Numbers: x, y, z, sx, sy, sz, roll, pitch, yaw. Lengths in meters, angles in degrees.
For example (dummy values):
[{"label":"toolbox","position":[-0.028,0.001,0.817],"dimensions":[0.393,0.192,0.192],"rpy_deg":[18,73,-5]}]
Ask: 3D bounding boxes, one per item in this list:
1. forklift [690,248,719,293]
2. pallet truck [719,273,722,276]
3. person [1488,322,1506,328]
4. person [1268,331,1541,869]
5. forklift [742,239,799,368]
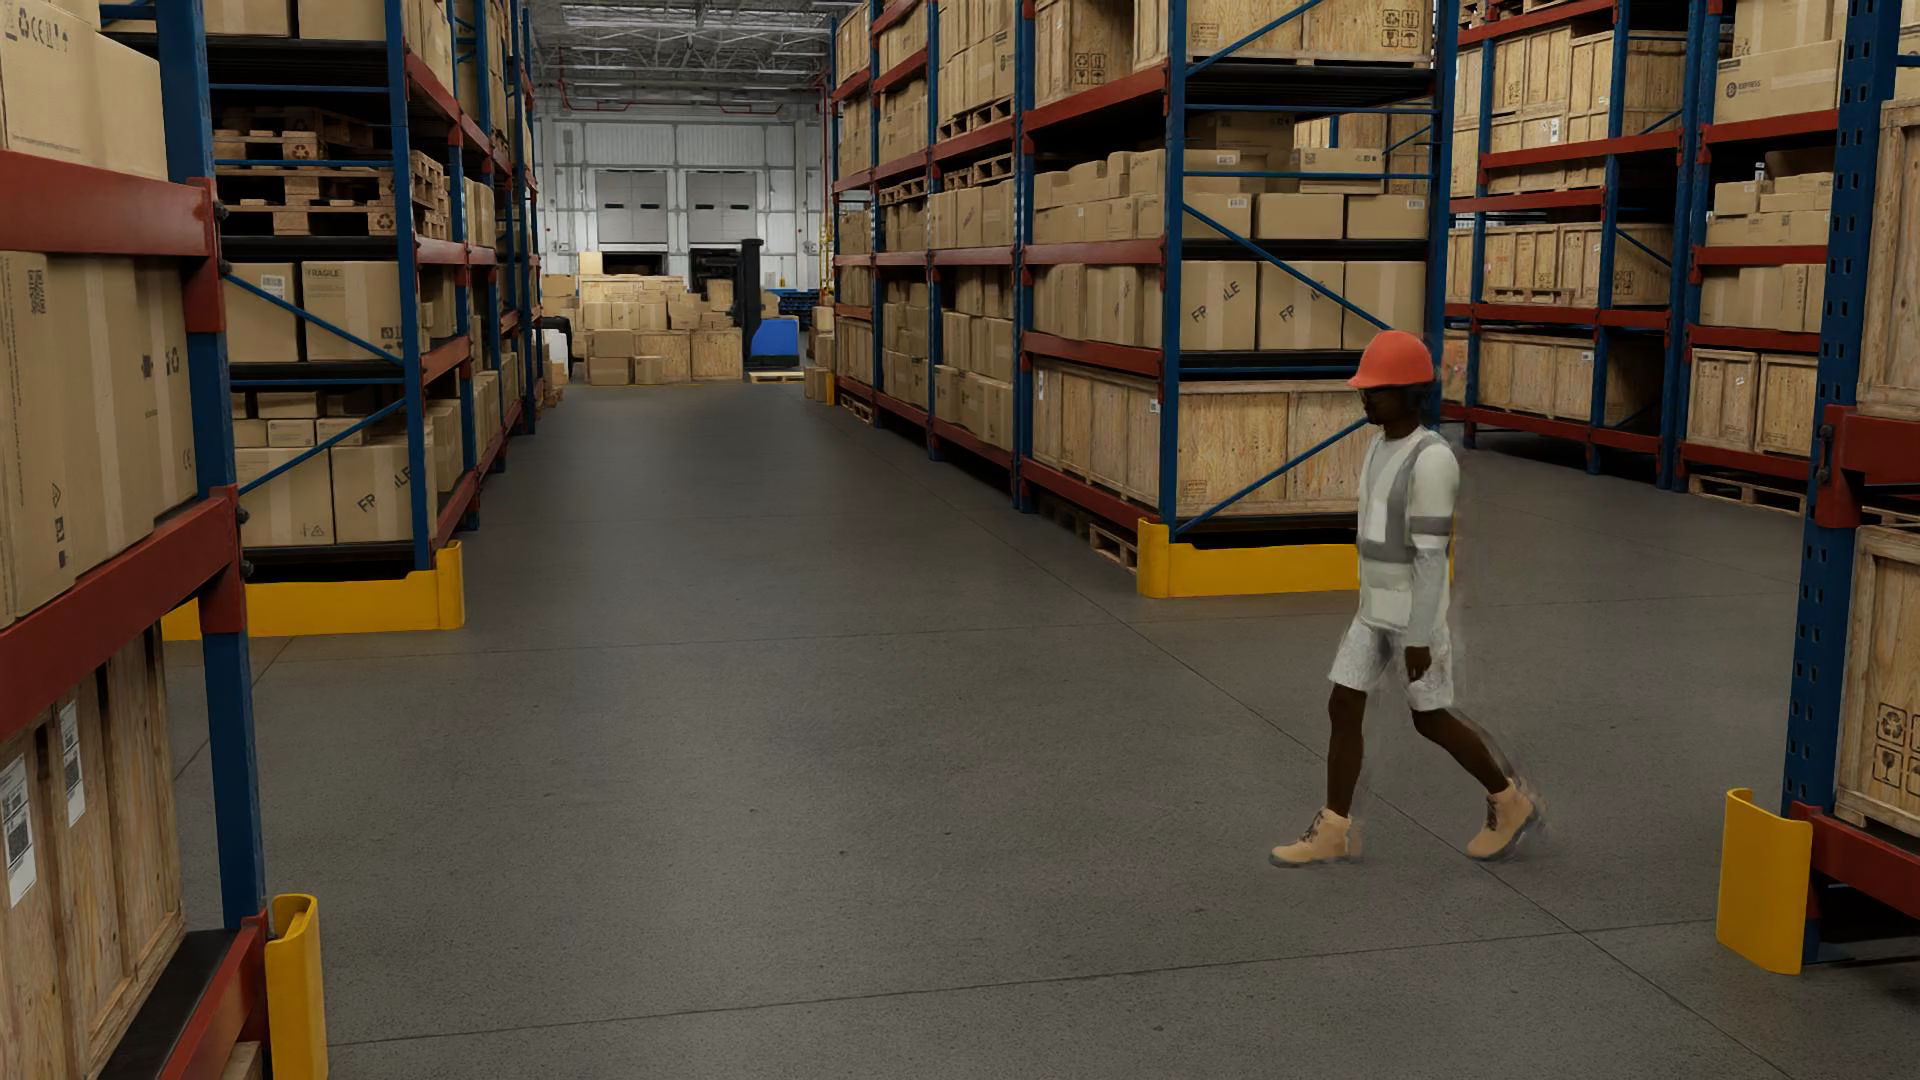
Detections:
[{"label":"forklift","position":[-8.213,-8.018,53.693],"dimensions":[1.129,2.768,1.873],"rpy_deg":[-8,12,-40]},{"label":"pallet truck","position":[-8.580,-8.986,62.280],"dimensions":[1.885,1.965,0.823],"rpy_deg":[1,9,5]},{"label":"person","position":[10.053,-3.834,31.059],"dimensions":[0.379,1.937,0.547],"rpy_deg":[3,10,15]},{"label":"person","position":[1.690,0.236,6.084],"dimensions":[0.999,2.007,0.621],"rpy_deg":[-2,9,-10]},{"label":"forklift","position":[-4.510,-5.153,36.233],"dimensions":[1.873,2.768,1.129],"rpy_deg":[-2,10,-13]}]
